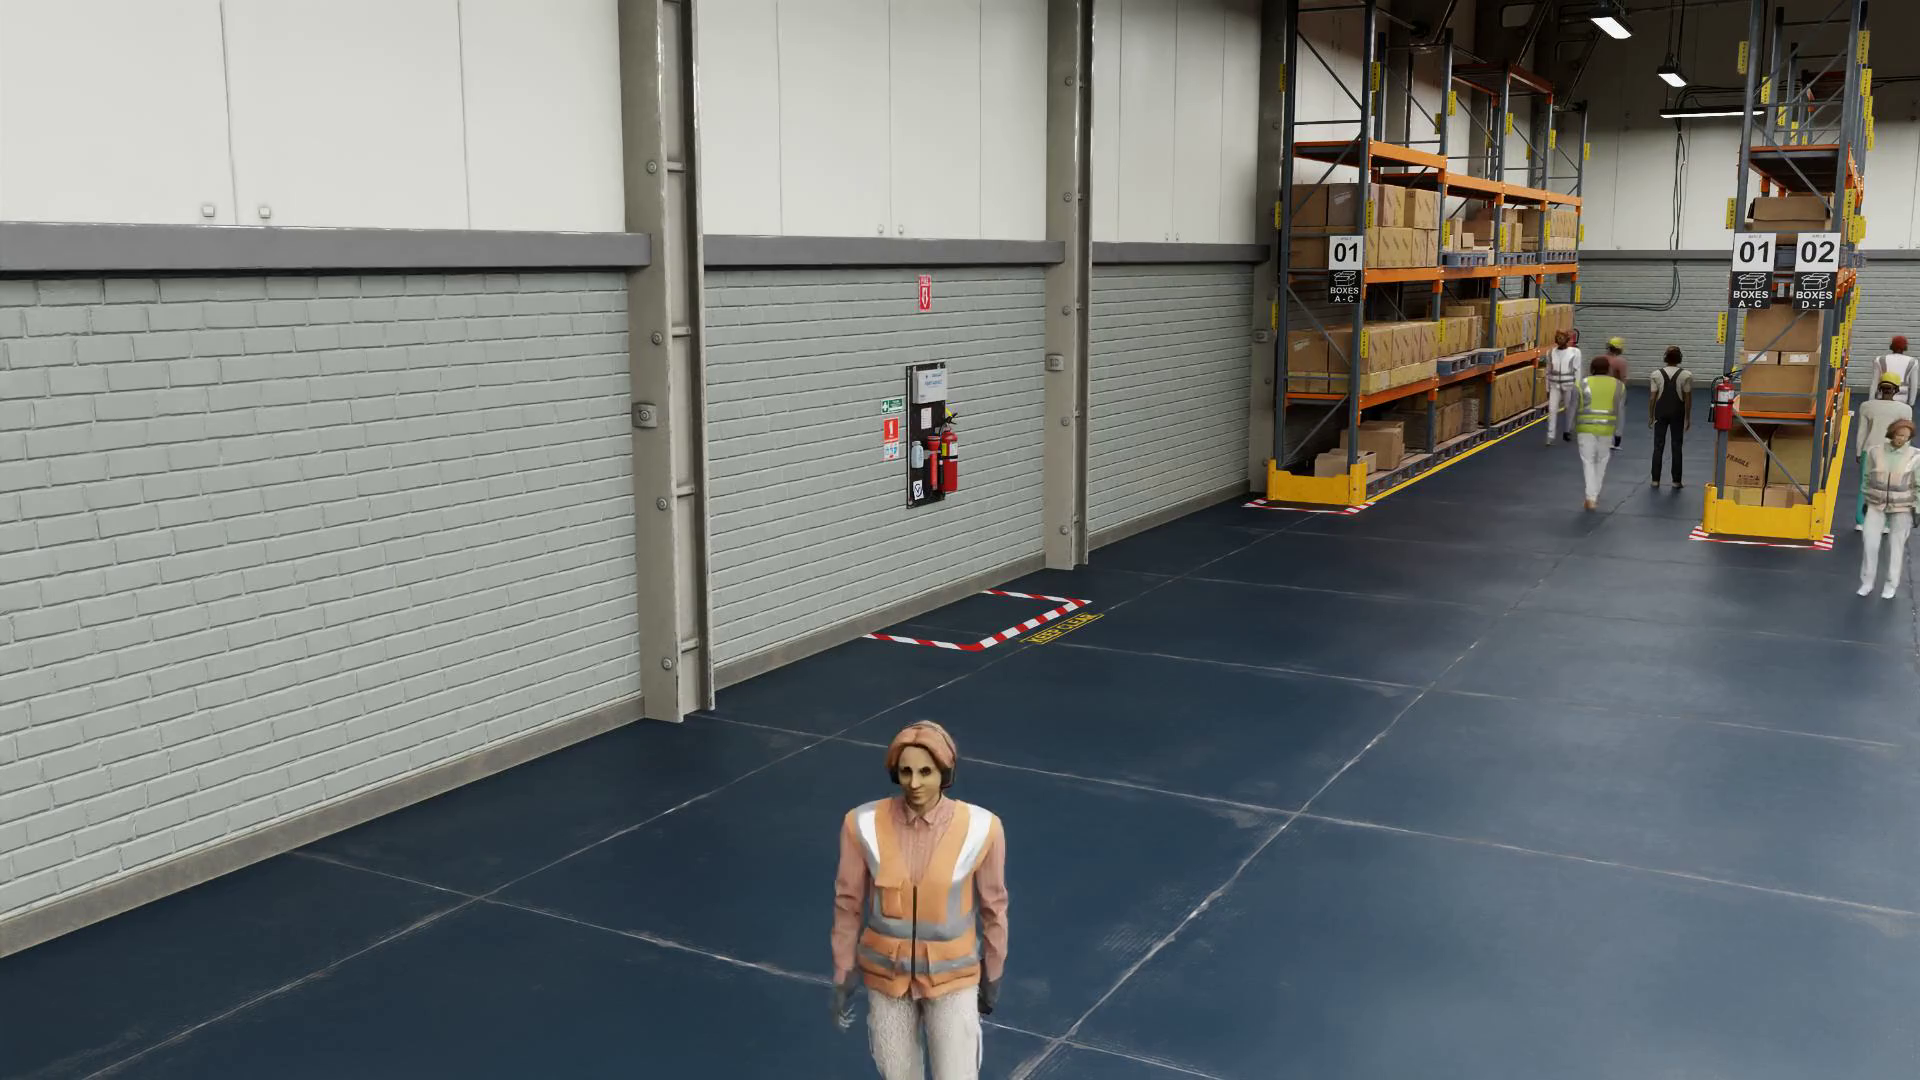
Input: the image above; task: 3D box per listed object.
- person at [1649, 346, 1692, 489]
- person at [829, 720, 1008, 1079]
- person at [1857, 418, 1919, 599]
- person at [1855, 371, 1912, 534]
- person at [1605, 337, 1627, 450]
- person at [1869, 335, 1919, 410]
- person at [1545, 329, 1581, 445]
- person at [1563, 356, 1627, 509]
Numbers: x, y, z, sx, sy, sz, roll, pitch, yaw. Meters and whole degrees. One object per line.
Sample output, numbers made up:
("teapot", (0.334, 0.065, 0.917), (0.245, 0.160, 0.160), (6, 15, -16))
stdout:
("person", (9.160, -1.582, 21.469), (0.507, 1.847, 0.344), (5, 11, 28))
("person", (-0.127, 1.341, 5.001), (0.518, 1.627, 0.371), (2, 10, 9))
("person", (8.106, -0.267, 14.452), (0.531, 1.605, 0.506), (9, 13, 41))
("person", (9.995, -0.948, 18.025), (0.517, 1.757, 0.335), (7, 12, 37))
("person", (10.053, -2.258, 25.769), (0.378, 1.738, 0.555), (-7, 12, -37))
("person", (13.384, -2.007, 23.886), (0.622, 1.866, 0.444), (4, 11, 24))
("person", (9.637, -2.452, 26.562), (0.584, 1.856, 0.917), (7, 12, 34))
("person", (7.599, -1.312, 20.002), (0.642, 1.798, 0.912), (1, 10, 5))
